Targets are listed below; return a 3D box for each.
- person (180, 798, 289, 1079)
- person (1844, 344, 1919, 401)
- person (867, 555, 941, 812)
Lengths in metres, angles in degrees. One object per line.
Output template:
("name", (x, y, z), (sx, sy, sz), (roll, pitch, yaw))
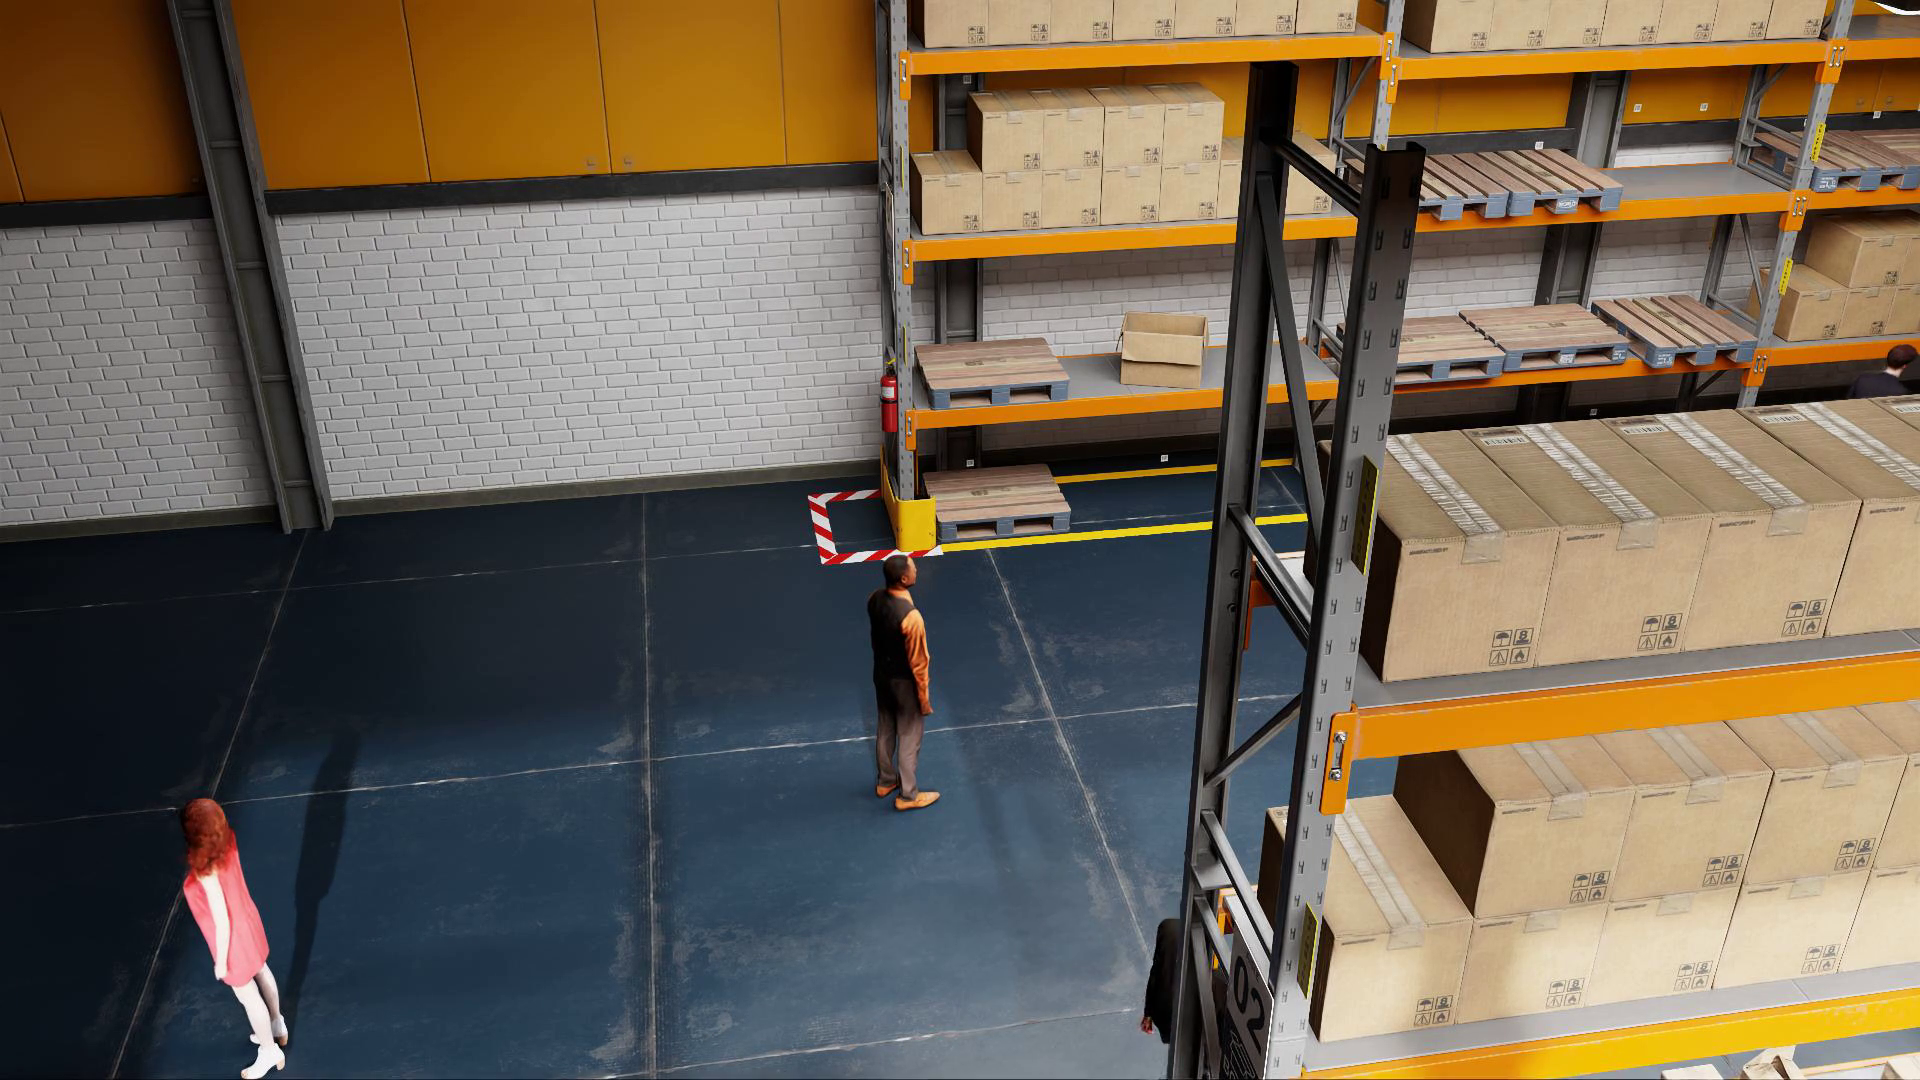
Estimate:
("person", (-3.934, 2.143, 9.029), (0.501, 1.828, 0.595), (-4, 29, -7))
("person", (7.739, -0.777, 14.365), (0.968, 1.843, 0.878), (-19, 34, -31))
("person", (-0.408, 0.945, 11.141), (0.781, 1.908, 0.785), (-21, 35, -33))
